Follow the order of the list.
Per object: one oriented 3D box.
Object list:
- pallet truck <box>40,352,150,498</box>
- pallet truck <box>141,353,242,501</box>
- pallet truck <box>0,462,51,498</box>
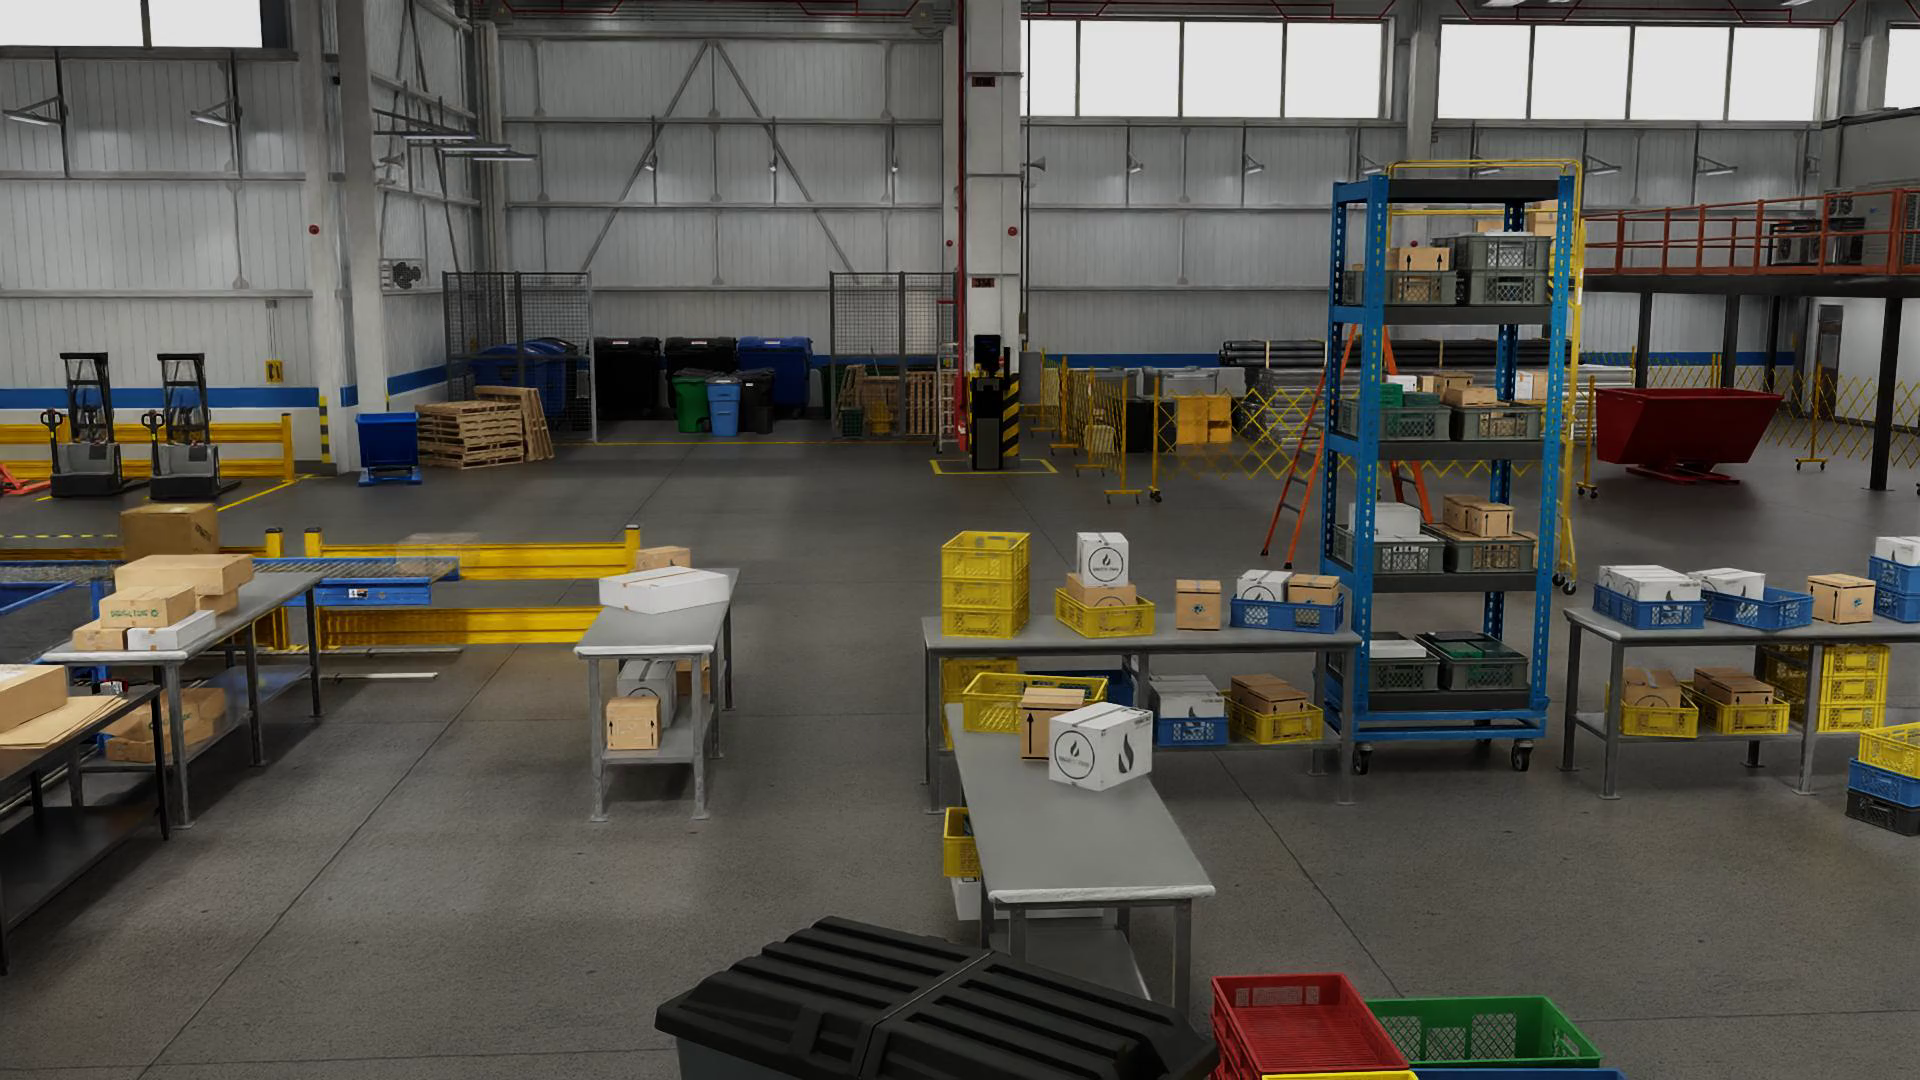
[{"bbox_3d":[-11.907,-1.642,23.165,0.823,1.965,1.885,0,9,0],"label":"pallet truck"},{"bbox_3d":[-10.520,-1.604,22.925,0.823,1.965,1.885,-1,9,-6],"label":"pallet truck"},{"bbox_3d":[-13.193,-1.293,23.148,0.653,1.274,1.630,-1,9,-4],"label":"pallet truck"}]
